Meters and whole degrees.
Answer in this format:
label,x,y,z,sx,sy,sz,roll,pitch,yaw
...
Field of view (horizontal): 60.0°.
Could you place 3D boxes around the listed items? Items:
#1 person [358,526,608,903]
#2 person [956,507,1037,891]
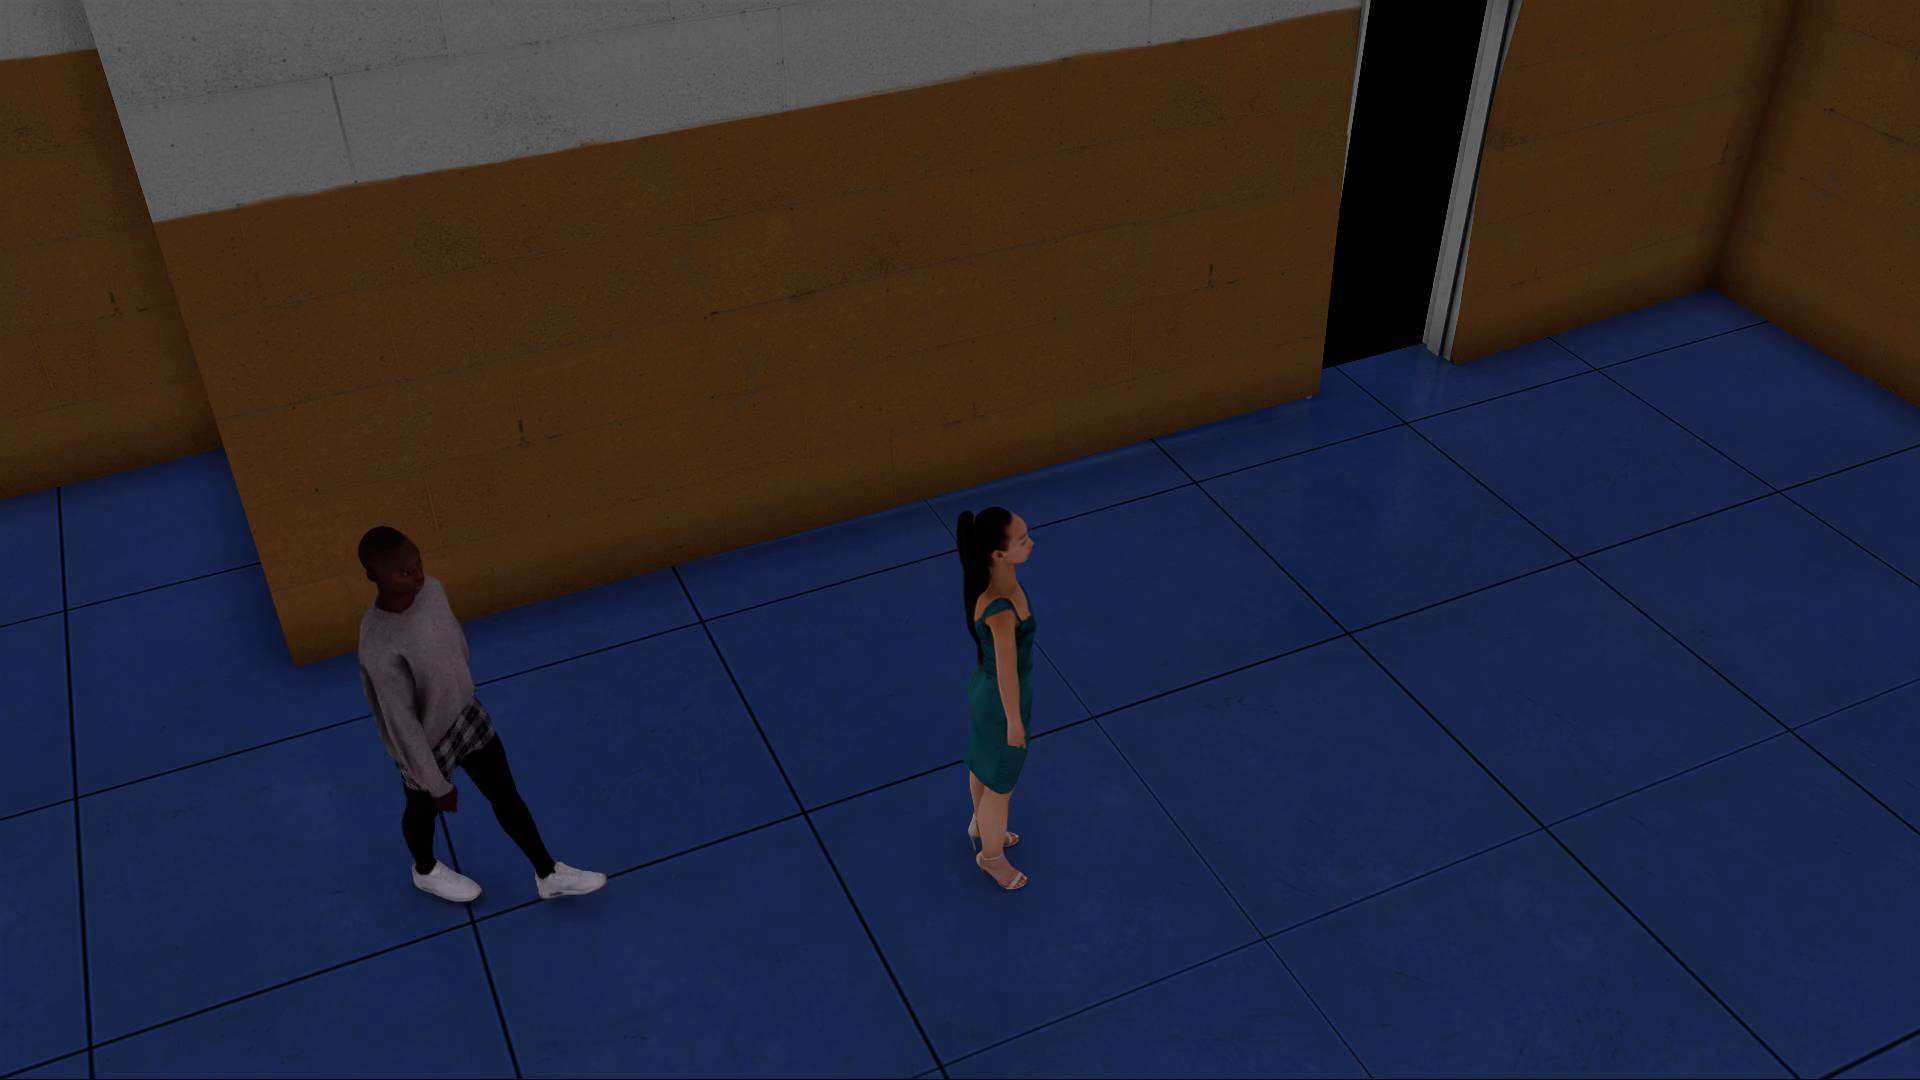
label,x,y,z,sx,sy,sz,roll,pitch,yaw
person,-1.940,0.661,5.861,1.083,1.748,1.051,10,38,12
person,0.145,0.580,6.022,0.670,1.686,0.531,-3,37,-4
